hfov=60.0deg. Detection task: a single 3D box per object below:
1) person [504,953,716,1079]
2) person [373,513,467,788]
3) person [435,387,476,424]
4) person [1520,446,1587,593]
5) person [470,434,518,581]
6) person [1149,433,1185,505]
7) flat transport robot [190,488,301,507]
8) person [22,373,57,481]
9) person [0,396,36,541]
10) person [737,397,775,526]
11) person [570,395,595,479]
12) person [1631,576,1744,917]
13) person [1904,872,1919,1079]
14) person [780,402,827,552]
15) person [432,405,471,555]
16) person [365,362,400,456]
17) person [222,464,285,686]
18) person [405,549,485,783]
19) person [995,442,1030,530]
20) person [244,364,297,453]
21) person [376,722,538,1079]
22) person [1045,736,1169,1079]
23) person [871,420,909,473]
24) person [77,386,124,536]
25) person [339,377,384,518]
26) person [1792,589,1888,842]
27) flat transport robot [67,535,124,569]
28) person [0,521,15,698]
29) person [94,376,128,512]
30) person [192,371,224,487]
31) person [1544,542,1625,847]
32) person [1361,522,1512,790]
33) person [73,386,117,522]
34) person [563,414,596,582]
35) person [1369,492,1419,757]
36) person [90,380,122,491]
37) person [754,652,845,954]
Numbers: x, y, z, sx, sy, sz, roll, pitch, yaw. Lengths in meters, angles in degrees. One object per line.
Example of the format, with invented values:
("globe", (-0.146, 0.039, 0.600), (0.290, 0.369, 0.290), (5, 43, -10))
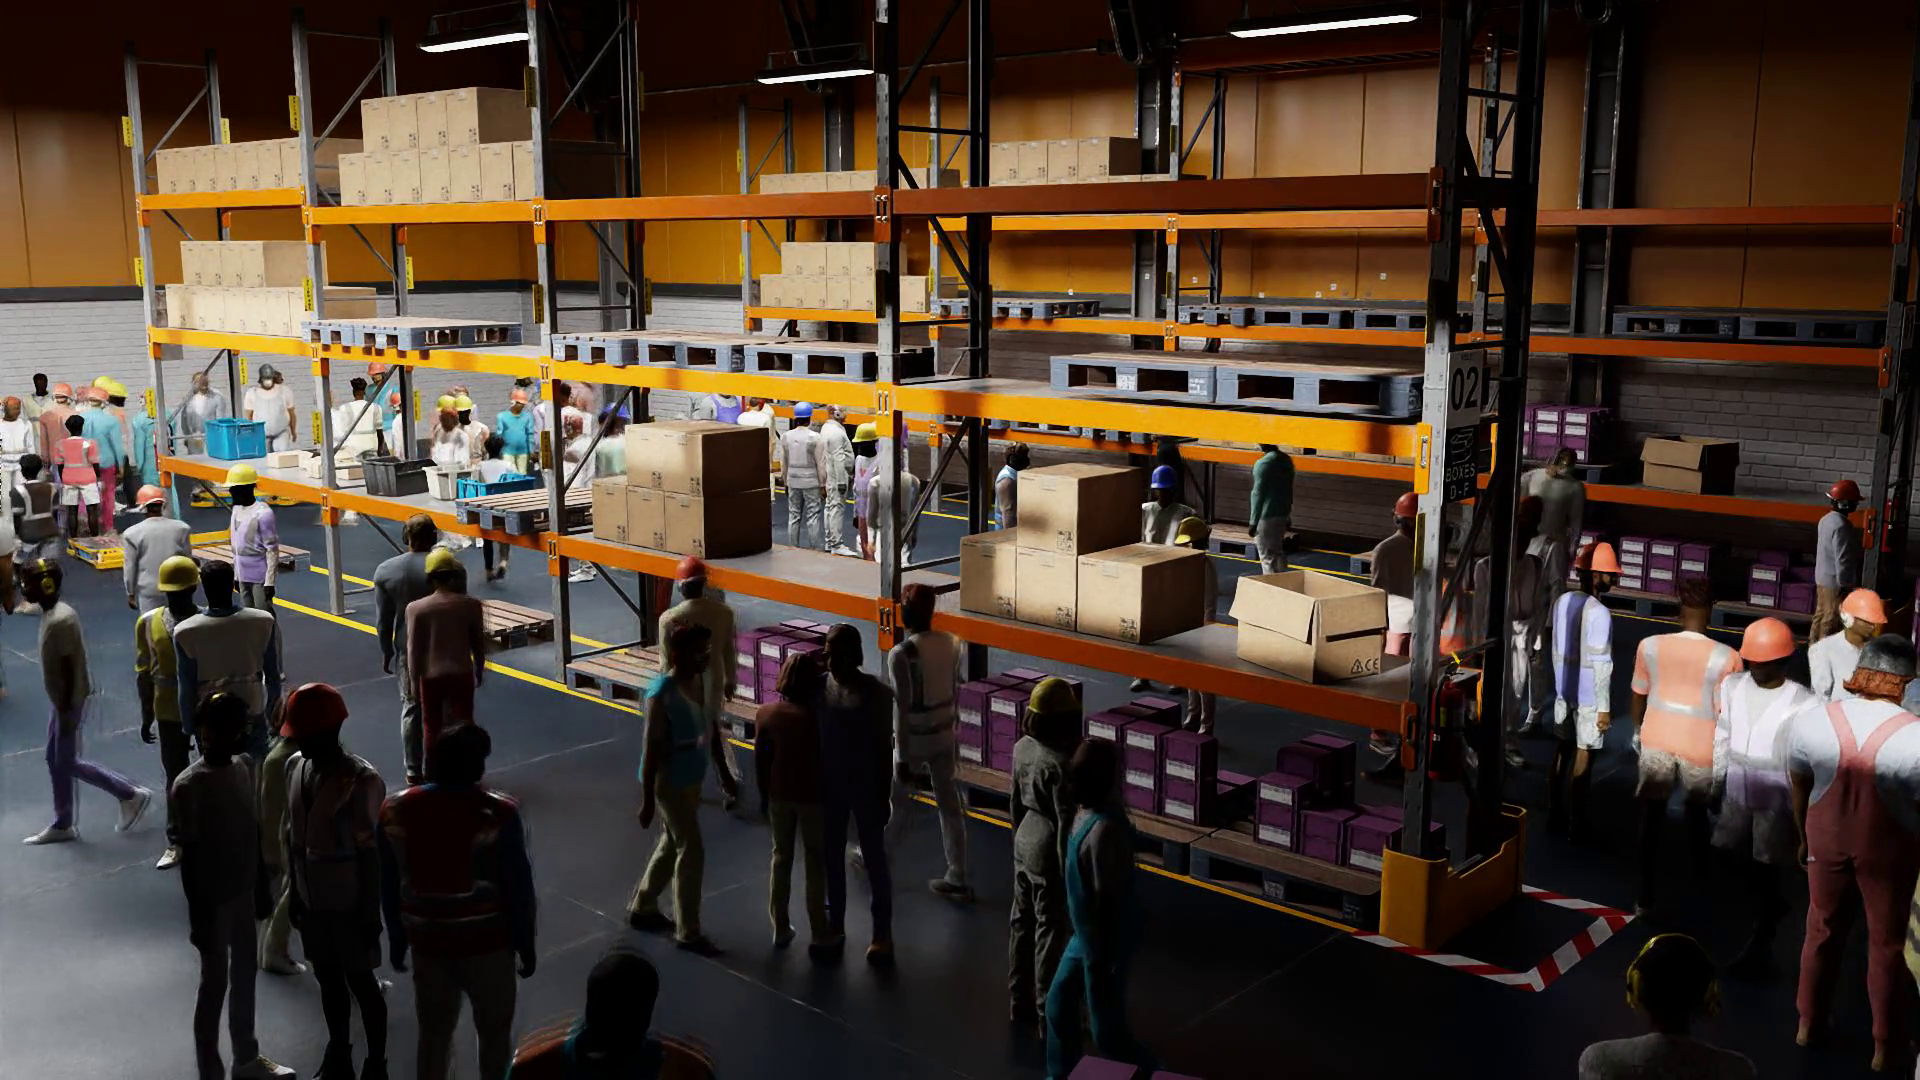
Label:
("person", (-1.018, 2.040, 4.706), (0.638, 1.855, 1.014), (0, 10, 3))
("person", (-3.727, 0.776, 11.610), (0.635, 1.930, 0.354), (-2, 10, -10))
("person", (-6.746, -1.146, 22.667), (0.888, 1.870, 0.669), (4, 11, 19))
("person", (5.589, 0.036, 15.922), (0.710, 1.901, 0.362), (4, 11, 20))
("person", (-5.213, -0.344, 18.658), (0.565, 1.671, 0.524), (-3, 10, -14))
("person", (2.259, -0.405, 18.197), (0.547, 1.964, 0.638), (4, 11, 20))
("flat transport robot", (-10.407, -0.642, 24.323), (1.431, 0.197, 0.652), (-1, 10, -7))
("person", (-13.585, -1.532, 24.741), (0.586, 1.910, 0.395), (-3, 10, -16))
("person", (-12.187, -0.905, 21.313), (0.586, 1.857, 0.692), (9, 14, 42))
("person", (-2.753, -1.076, 22.357), (0.563, 1.836, 0.404), (7, 12, 35))
("person", (-5.480, -1.278, 24.082), (0.316, 1.629, 0.527), (6, 12, 31))
("person", (4.139, 1.156, 9.546), (0.631, 1.898, 1.055), (8, 13, 38))
("person", (3.964, 1.732, 6.540), (0.437, 1.812, 0.691), (3, 11, 17))
("person", (-1.841, -0.667, 19.715), (0.603, 1.951, 0.379), (5, 11, 25))
("person", (-6.229, -0.725, 20.310), (0.614, 1.875, 0.454), (8, 13, 39))
("person", (-8.889, -1.744, 25.587), (0.610, 2.036, 0.404), (2, 10, 13))
("person", (-6.092, 0.300, 14.313), (0.594, 1.925, 0.378), (8, 13, 38))
("person", (-3.520, 0.923, 11.426), (0.528, 1.724, 0.843), (-4, 11, -21))
("person", (0.569, -0.068, 16.643), (0.429, 1.844, 0.626), (2, 10, 12))
("person", (-10.372, -1.642, 24.976), (0.710, 2.000, 0.940), (-3, 10, -16))
("person", (-2.072, 1.677, 6.911), (0.650, 1.857, 0.493), (1, 10, 5))
("person", (0.632, 1.671, 6.943), (0.839, 1.804, 0.553), (0, 10, 3))
("person", (-0.894, -0.912, 21.196), (0.550, 1.925, 0.387), (-5, 11, -27))
("person", (-11.149, -1.006, 21.556), (0.633, 1.974, 0.482), (0, 10, -3))
("person", (-8.352, -1.289, 23.230), (0.610, 1.962, 0.379), (-8, 13, -39))
("person", (5.434, 1.153, 10.088), (0.576, 1.707, 0.870), (-2, 10, -9))
("flat transport robot", (-10.201, 0.123, 19.999), (0.652, 0.197, 1.431), (-9, 13, -41))
("person", (-8.005, 0.418, 13.327), (0.689, 2.000, 1.067), (1, 10, 6))
("person", (-12.188, -1.375, 23.779), (0.374, 1.930, 0.585), (-2, 10, -10))
("person", (-11.221, -1.595, 25.082), (0.466, 1.918, 0.786), (1, 10, 4))
("person", (3.962, 0.965, 10.530), (0.352, 1.935, 0.552), (-2, 10, -11))
("person", (3.358, 0.813, 11.477), (0.998, 1.912, 0.604), (4, 11, 21))
("person", (-11.951, -1.169, 22.842), (0.812, 1.863, 0.771), (3, 11, 18))
("person", (-4.316, -0.476, 18.773), (0.400, 1.905, 0.643), (0, 10, -1))
("person", (3.311, 0.619, 12.355), (0.620, 1.986, 0.408), (-6, 12, -30))
("person", (-13.223, -1.618, 25.704), (0.485, 1.737, 0.321), (9, 14, 42))
("person", (-0.852, 1.402, 8.916), (0.507, 1.631, 0.266), (4, 11, 20))
